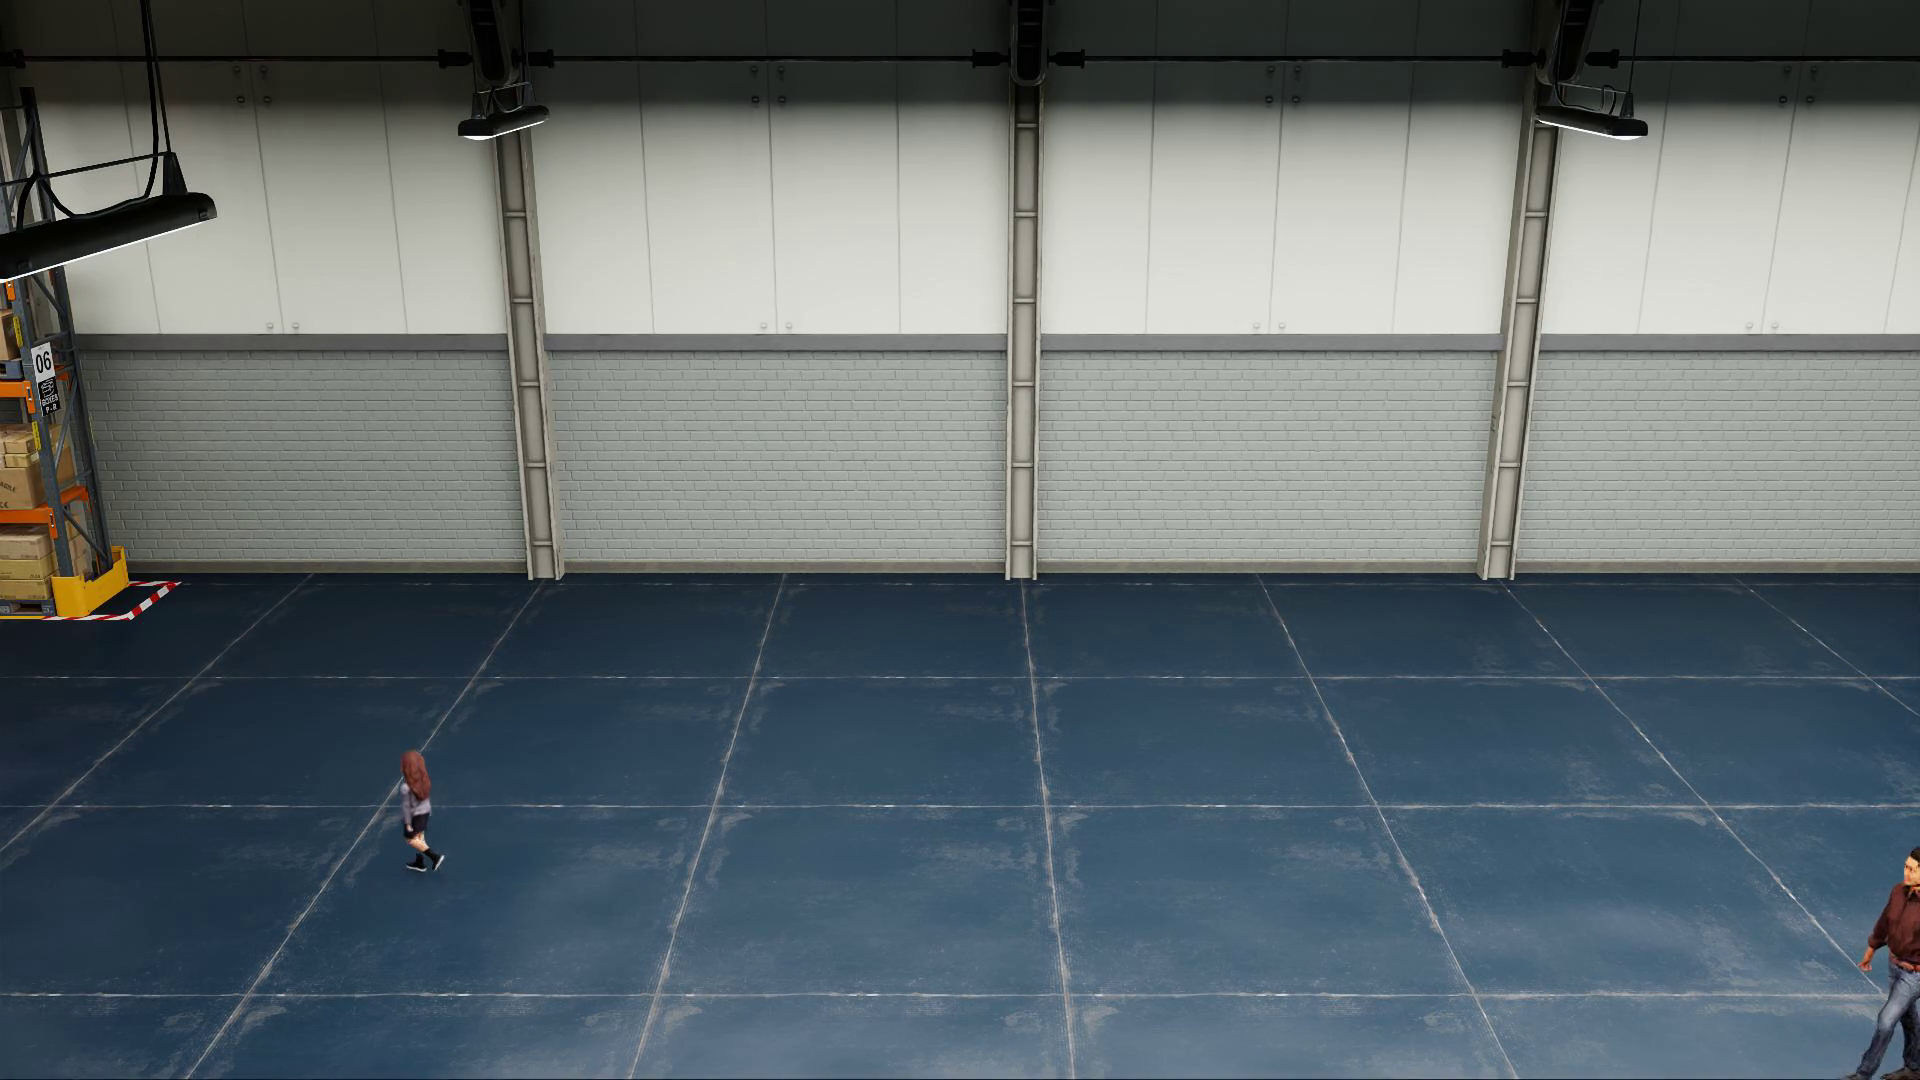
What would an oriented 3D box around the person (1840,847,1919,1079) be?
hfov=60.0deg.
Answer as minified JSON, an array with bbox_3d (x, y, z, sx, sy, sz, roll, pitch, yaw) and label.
[{"bbox_3d":[6.307,2.828,10.900,0.919,1.755,0.707,-1,18,-4],"label":"person"}]

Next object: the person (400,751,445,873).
[{"bbox_3d":[-4.449,2.255,13.722,0.706,1.097,0.584,6,19,18],"label":"person"}]
